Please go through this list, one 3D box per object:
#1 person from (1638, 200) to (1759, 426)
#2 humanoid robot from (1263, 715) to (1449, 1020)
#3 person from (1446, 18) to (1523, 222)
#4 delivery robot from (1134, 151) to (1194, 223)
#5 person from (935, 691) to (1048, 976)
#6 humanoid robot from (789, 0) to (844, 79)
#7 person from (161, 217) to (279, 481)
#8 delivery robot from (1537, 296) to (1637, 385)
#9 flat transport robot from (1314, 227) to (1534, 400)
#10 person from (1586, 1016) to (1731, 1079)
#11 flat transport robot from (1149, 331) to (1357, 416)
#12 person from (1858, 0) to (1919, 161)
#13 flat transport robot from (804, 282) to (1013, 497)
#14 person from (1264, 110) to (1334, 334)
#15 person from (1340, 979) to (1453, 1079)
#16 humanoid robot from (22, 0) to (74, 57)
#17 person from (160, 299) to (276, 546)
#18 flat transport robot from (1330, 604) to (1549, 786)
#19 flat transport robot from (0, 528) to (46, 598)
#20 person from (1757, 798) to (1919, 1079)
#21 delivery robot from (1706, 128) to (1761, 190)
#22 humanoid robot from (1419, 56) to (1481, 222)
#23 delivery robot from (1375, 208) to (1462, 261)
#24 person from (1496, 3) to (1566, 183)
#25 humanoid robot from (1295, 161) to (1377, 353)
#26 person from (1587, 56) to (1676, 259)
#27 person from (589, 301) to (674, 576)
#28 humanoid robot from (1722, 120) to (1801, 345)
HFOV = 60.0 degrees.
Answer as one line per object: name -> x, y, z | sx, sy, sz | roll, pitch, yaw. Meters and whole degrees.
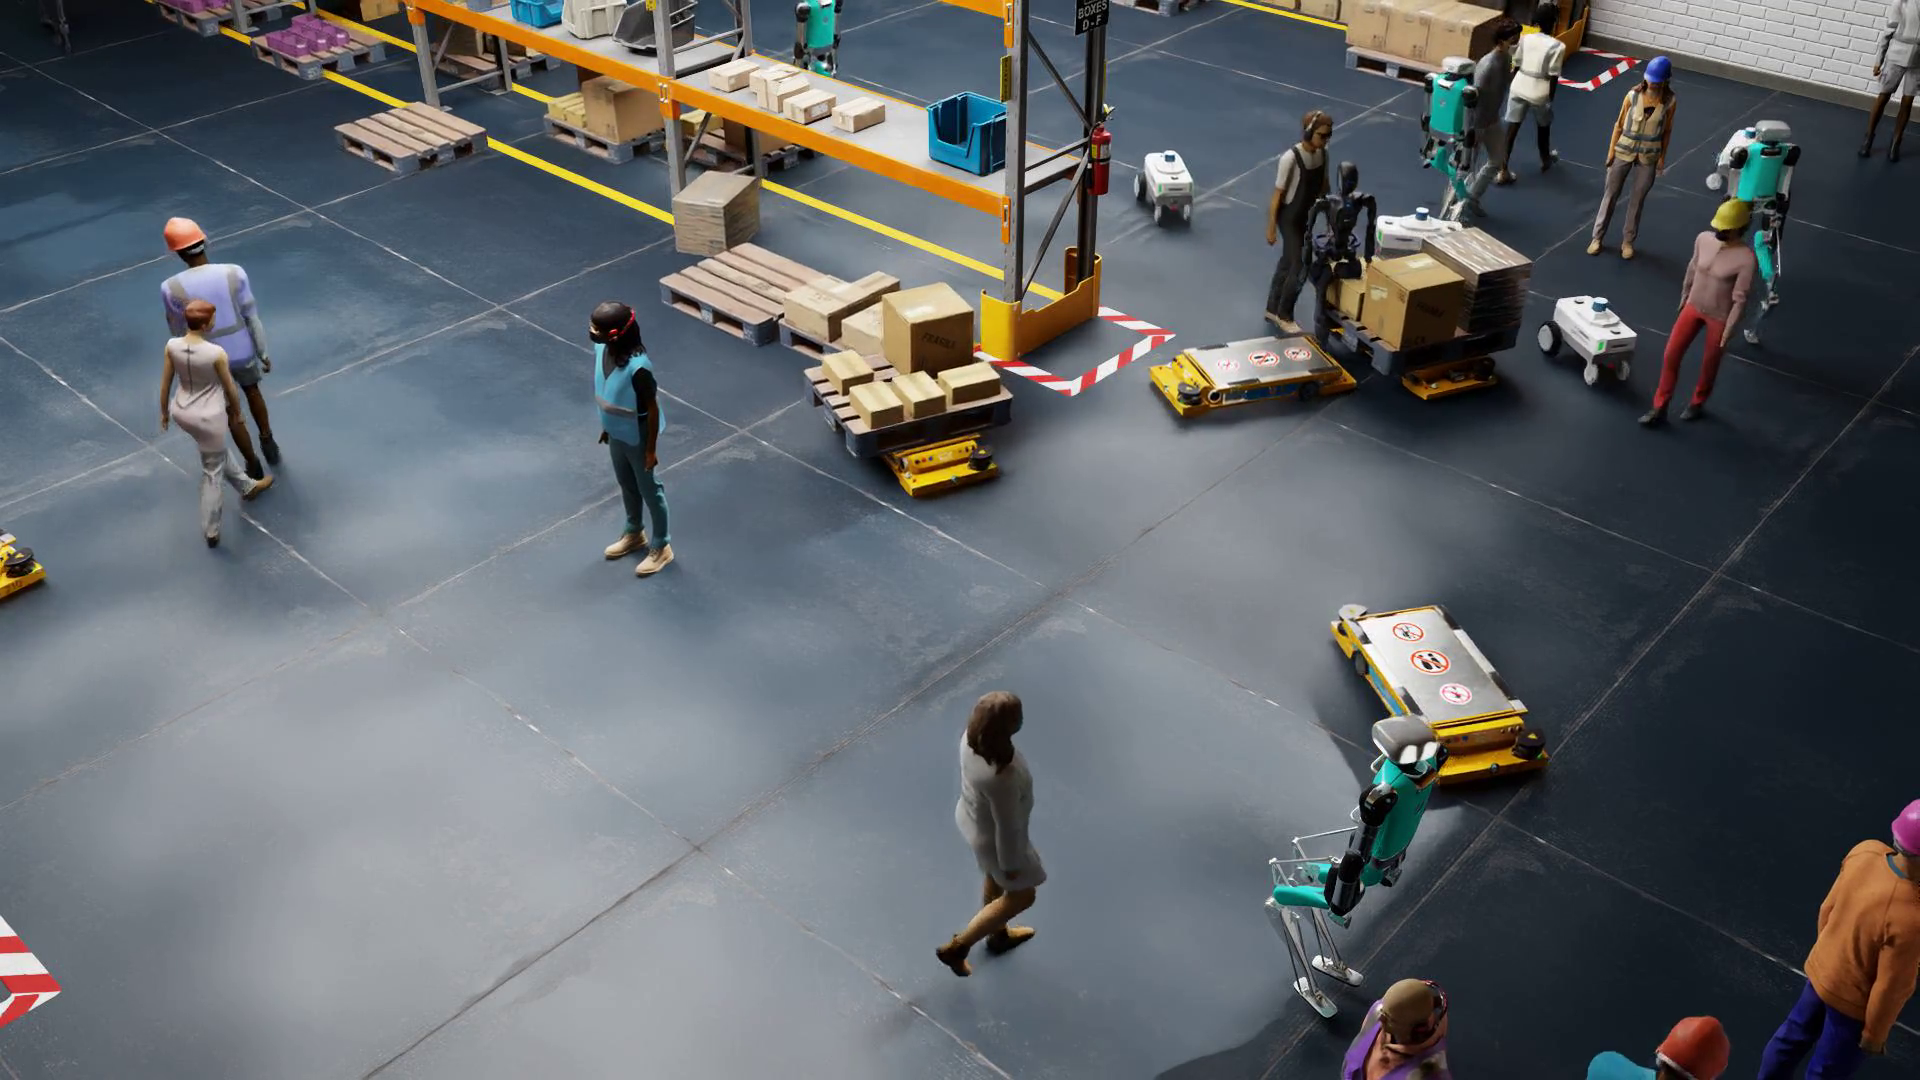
person -> 5.262, -1.578, 11.796 | 0.742, 1.732, 0.543 | -24, 41, -31
humanoid robot -> 1.674, 1.377, 7.409 | 0.735, 1.673, 0.533 | 29, 44, 35
person -> 4.656, -3.720, 14.788 | 0.557, 1.874, 0.494 | -28, 43, -34
delivery robot -> 1.915, -3.300, 15.313 | 0.499, 0.564, 0.744 | -3, 35, -4
person -> 0.131, 1.351, 7.634 | 0.492, 1.644, 0.502 | -13, 37, -19
humanoid robot -> -1.505, -4.579, 16.240 | 0.530, 1.873, 0.766 | -28, 44, -35
person -> -5.003, -1.289, 11.239 | 0.543, 1.899, 0.702 | -23, 41, -29
delivery robot -> 4.882, -1.590, 12.880 | 0.499, 0.614, 0.808 | -8, 35, -11
flat transport robot -> 3.511, -1.545, 13.048 | 0.659, 0.231, 1.431 | -14, 37, -19
person -> 2.394, 2.391, 6.057 | 0.585, 1.720, 0.583 | -22, 40, -28
flat transport robot -> 2.228, -1.269, 12.648 | 1.431, 0.231, 0.659 | -10, 36, -14
person -> 9.142, -4.626, 16.060 | 0.546, 1.924, 0.382 | 14, 37, 19
flat transport robot -> -0.333, -0.799, 11.968 | 0.659, 0.231, 1.431 | -15, 37, -20
person -> 2.701, -2.464, 13.005 | 0.578, 1.826, 0.503 | 29, 44, 35
person -> 1.604, 2.254, 6.288 | 0.341, 1.692, 0.494 | -12, 36, -17
humanoid robot -> -10.311, -6.328, 18.749 | 0.600, 1.643, 0.544 | -13, 37, -18
person -> -4.883, -0.808, 10.796 | 0.480, 1.602, 0.741 | 10, 36, 14
flat transport robot -> 2.740, 0.835, 9.601 | 0.659, 0.231, 1.431 | -8, 35, -11
flat transport robot -> -6.587, 0.069, 10.710 | 1.431, 0.231, 0.659 | 24, 41, 30
person -> 3.613, 1.794, 6.704 | 0.394, 1.984, 0.506 | -1, 35, -1
delivery robot -> 7.445, -3.629, 15.825 | 0.525, 0.604, 0.776 | 20, 39, 26
humanoid robot -> 4.296, -3.337, 14.363 | 0.764, 1.797, 0.541 | -25, 42, -32
delivery robot -> 3.939, -2.545, 14.239 | 0.757, 0.587, 0.525 | 7, 35, 10
person -> 5.446, -4.238, 15.717 | 0.878, 1.646, 0.546 | -27, 43, -33
humanoid robot -> 2.892, -2.100, 12.641 | 0.611, 1.626, 0.725 | -5, 35, -7
person -> 5.779, -3.267, 14.218 | 0.468, 1.772, 0.322 | 11, 36, 16
person -> -2.039, -0.639, 10.331 | 0.519, 1.865, 0.393 | 28, 44, 35
humanoid robot -> 6.162, -2.236, 12.827 | 0.530, 1.843, 0.783 | -4, 35, -6
